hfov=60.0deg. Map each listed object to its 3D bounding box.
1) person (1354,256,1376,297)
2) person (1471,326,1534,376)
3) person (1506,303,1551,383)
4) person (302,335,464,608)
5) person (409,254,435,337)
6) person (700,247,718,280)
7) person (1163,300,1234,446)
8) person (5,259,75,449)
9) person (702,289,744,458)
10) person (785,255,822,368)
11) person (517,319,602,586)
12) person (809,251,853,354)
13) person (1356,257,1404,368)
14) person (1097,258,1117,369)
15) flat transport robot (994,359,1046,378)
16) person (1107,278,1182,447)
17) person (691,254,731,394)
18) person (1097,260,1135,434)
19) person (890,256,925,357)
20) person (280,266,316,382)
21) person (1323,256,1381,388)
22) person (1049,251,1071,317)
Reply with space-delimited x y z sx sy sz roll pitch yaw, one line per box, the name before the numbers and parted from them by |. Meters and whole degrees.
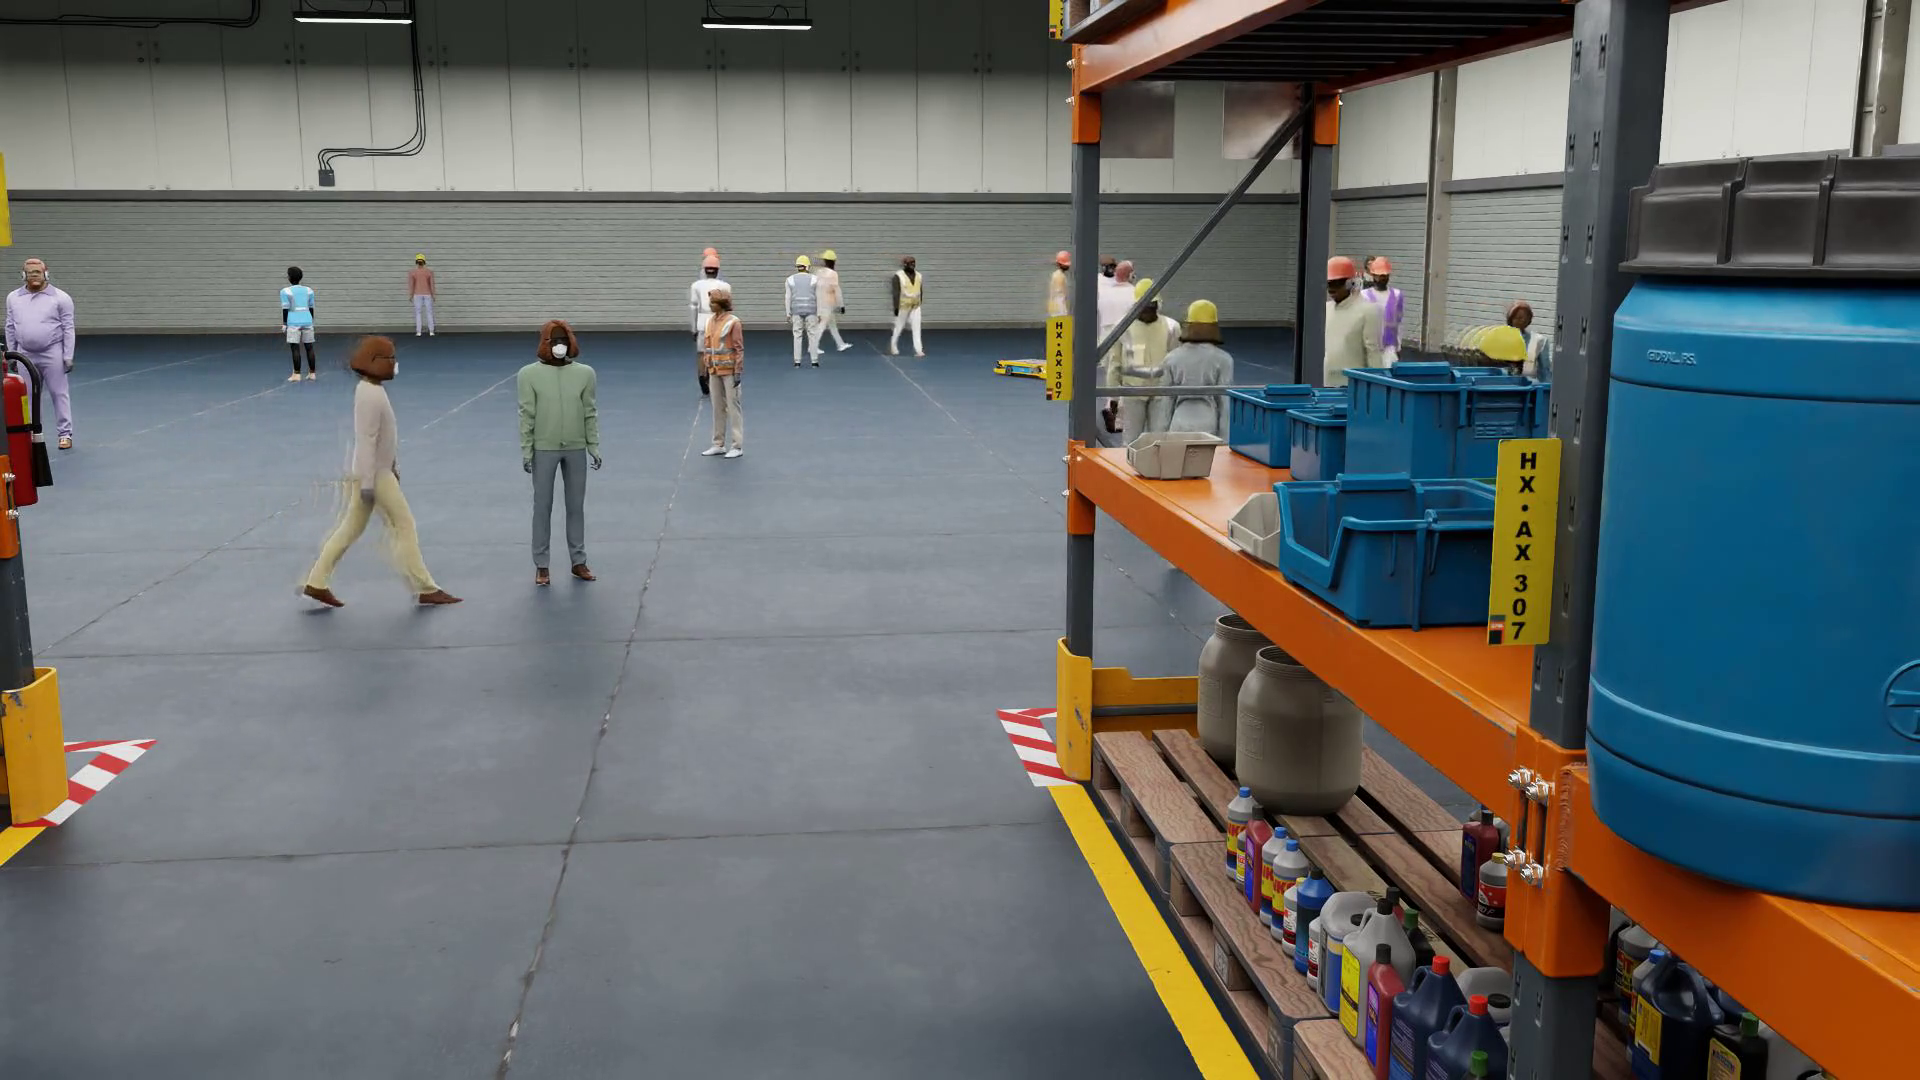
person | 7.230 -4.127 29.485 0.520 1.802 0.986 -2 10 -9
person | 2.484 -0.165 7.974 0.923 1.719 0.538 -1 10 -7
person | 4.628 -1.175 13.856 0.515 1.593 0.865 0 10 -1
person | -3.382 -0.375 9.530 0.877 1.596 0.514 -4 11 -21
person | -11.542 -5.247 35.691 0.535 1.767 0.316 -4 11 -22
person | -4.505 -4.318 30.115 0.347 1.943 0.544 -6 12 -28
person | 1.562 -0.694 10.827 0.503 1.720 0.587 5 12 27
person | -9.232 -1.856 16.701 0.643 1.914 0.411 -2 10 -9
person | -2.290 -1.610 16.110 0.515 1.636 0.315 9 14 41
person | -2.538 -3.699 27.033 0.592 1.829 0.404 0 10 -2
person | -2.464 -0.543 10.264 0.498 1.634 0.280 -6 12 -30
person | -2.378 -4.351 30.483 1.005 1.868 0.615 -8 13 -37
person | 4.594 -2.118 18.161 0.565 1.896 0.918 0 10 0
person | 2.356 -3.614 26.626 0.629 1.807 0.937 -1 10 -3
flat transport robot | 1.190 -2.629 25.440 0.652 0.197 1.431 -7 12 -33
person | 1.487 -1.201 13.403 0.611 1.813 0.594 -1 10 -4
person | -3.338 -2.854 22.225 0.545 1.906 0.815 0 10 2
person | 1.699 -2.057 17.901 0.656 1.886 0.738 7 13 34
person | -0.978 -4.207 29.909 0.639 1.808 0.923 -6 12 -31
person | -9.763 -3.181 24.548 0.318 1.700 0.535 7 13 35
person | 2.994 -1.245 13.159 0.441 1.975 0.654 -10 14 -43
person | 1.651 -3.719 26.925 0.421 1.906 0.566 1 10 7
